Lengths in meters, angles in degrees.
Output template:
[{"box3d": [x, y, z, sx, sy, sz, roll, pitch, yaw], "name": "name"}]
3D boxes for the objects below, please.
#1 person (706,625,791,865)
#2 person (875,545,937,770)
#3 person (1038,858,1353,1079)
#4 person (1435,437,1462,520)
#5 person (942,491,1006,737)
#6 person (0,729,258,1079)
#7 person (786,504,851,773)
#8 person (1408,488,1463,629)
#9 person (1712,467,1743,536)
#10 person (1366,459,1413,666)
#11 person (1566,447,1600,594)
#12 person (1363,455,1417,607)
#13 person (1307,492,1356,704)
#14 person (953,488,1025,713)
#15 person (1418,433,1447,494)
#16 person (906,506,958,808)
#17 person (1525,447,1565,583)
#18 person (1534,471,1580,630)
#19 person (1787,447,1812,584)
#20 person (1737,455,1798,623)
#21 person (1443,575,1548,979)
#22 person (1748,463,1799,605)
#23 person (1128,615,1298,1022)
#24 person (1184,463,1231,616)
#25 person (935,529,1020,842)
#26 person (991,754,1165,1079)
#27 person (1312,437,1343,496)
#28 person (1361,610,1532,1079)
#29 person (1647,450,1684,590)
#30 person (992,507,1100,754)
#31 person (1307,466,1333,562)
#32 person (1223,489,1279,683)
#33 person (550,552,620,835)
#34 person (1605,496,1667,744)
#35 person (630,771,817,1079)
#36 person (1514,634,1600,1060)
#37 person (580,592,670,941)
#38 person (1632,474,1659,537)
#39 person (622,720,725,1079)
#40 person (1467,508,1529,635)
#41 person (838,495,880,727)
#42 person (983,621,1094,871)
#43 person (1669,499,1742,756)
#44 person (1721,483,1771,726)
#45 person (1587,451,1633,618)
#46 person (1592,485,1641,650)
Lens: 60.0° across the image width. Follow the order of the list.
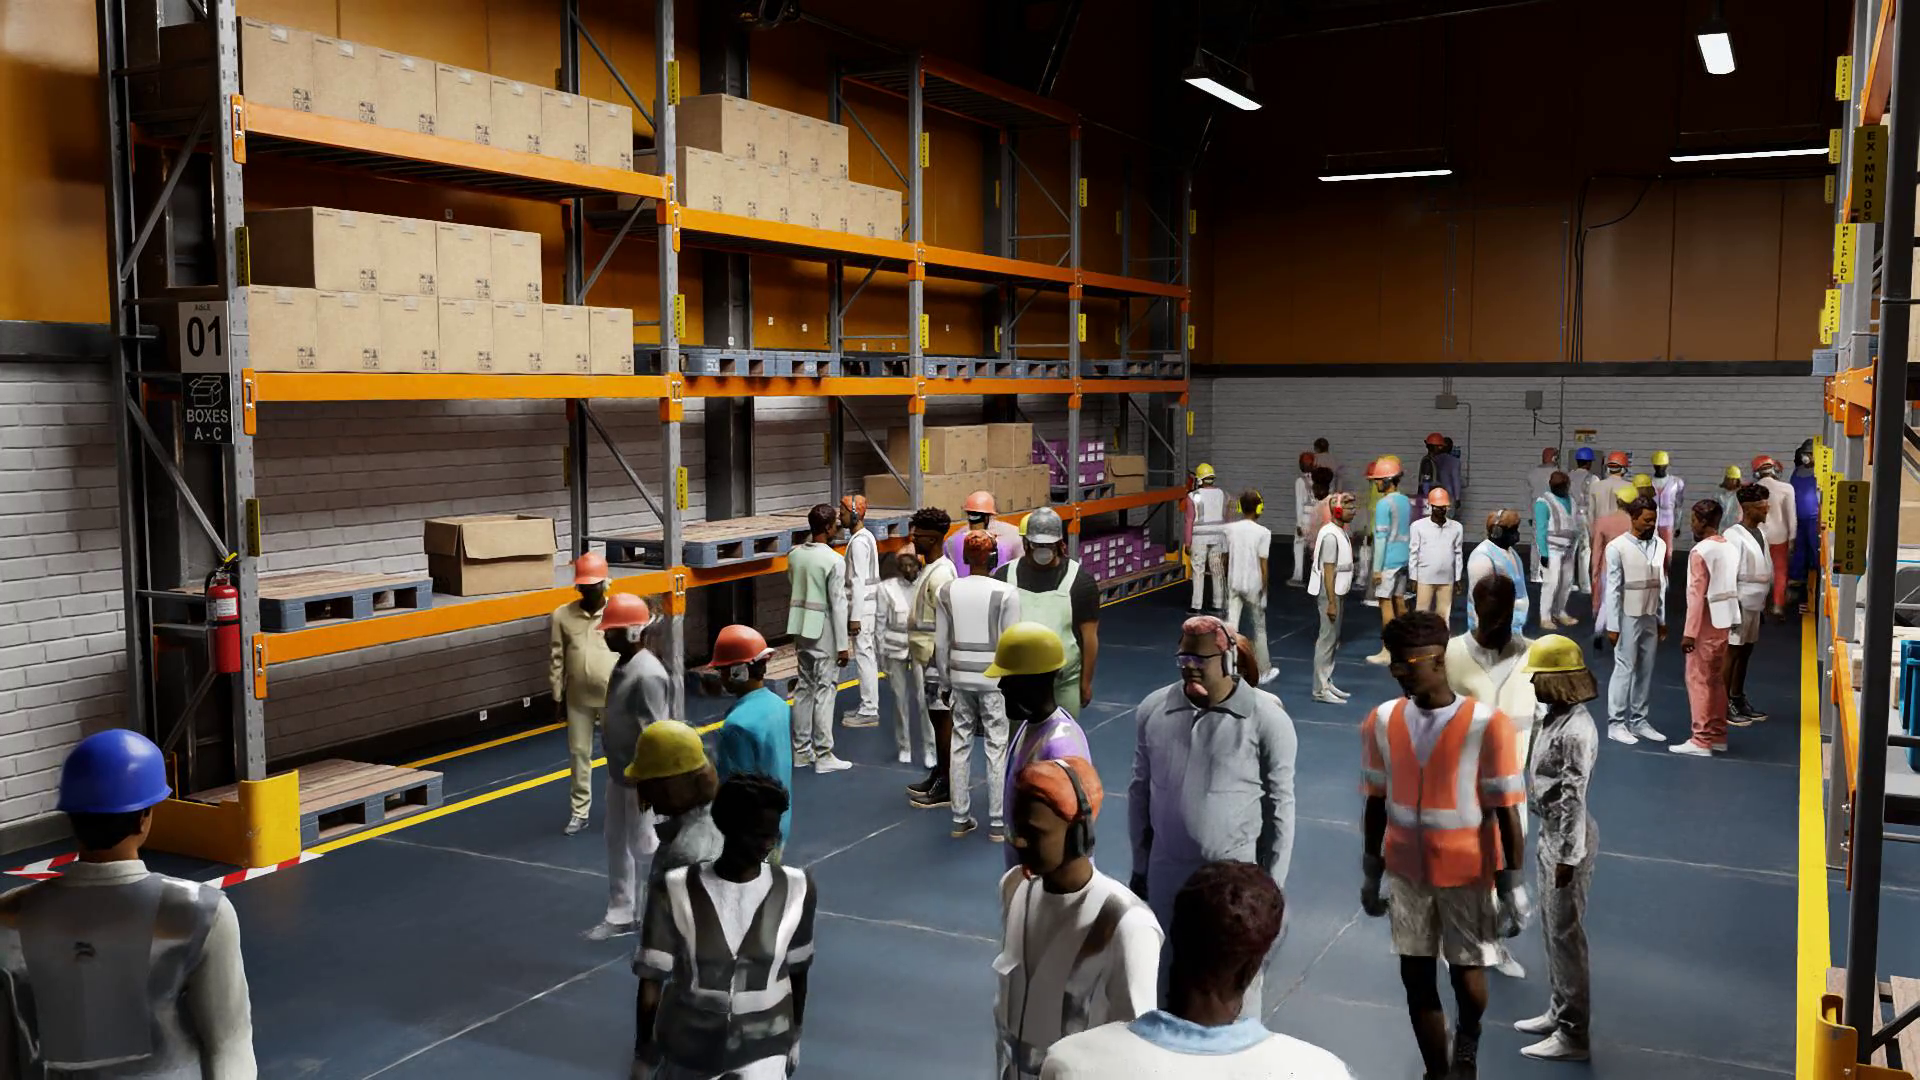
[{"box3d": [-0.908, 1.227, 7.091, 0.355, 1.737, 0.576, 1, 5, 13], "name": "person"}, {"box3d": [-0.350, 0.846, 11.891, 0.509, 1.606, 0.756, 0, 5, -5], "name": "person"}, {"box3d": [0.418, 1.516, 3.145, 0.619, 1.887, 0.555, 0, 5, -2], "name": "person"}, {"box3d": [7.716, -0.680, 26.545, 0.352, 1.936, 0.635, -4, 7, -39], "name": "person"}, {"box3d": [0.131, 0.579, 13.071, 0.549, 1.927, 0.393, 3, 6, 26], "name": "person"}, {"box3d": [-1.976, 1.416, 3.937, 0.606, 1.948, 0.391, -1, 5, -9], "name": "person"}, {"box3d": [-1.020, 0.699, 11.859, 0.391, 1.912, 0.590, -5, 7, -42], "name": "person"}, {"box3d": [4.680, 0.359, 16.346, 0.559, 1.752, 0.326, -1, 5, -6], "name": "person"}, {"box3d": [10.020, -0.107, 21.635, 0.498, 1.689, 0.926, 2, 6, 24], "name": "person"}, {"box3d": [4.221, 0.216, 16.416, 0.408, 2.033, 0.608, 4, 7, 40], "name": "person"}, {"box3d": [8.227, -0.259, 22.023, 0.416, 1.939, 0.610, -3, 6, -28], "name": "person"}, {"box3d": [5.401, -0.108, 20.667, 0.928, 1.886, 0.613, -1, 5, -13], "name": "person"}, {"box3d": [3.221, 0.498, 14.432, 0.392, 1.836, 0.561, 2, 6, 19], "name": "person"}, {"box3d": [0.279, 0.540, 13.597, 0.734, 1.902, 0.618, 2, 6, 19], "name": "person"}, {"box3d": [7.214, -0.622, 25.435, 0.418, 2.035, 0.609, 2, 6, 23], "name": "person"}, {"box3d": [-0.167, 0.760, 10.891, 0.366, 1.967, 0.603, 0, 5, -3], "name": "person"}, {"box3d": [8.126, -0.327, 22.950, 0.405, 1.902, 0.636, -4, 7, -36], "name": "person"}, {"box3d": [6.716, 0.117, 18.710, 0.679, 1.803, 0.465, -3, 6, -30], "name": "person"}, {"box3d": [11.737, -0.339, 23.061, 0.397, 1.909, 0.587, 1, 5, 9], "name": "person"}, {"box3d": [9.350, -0.004, 19.277, 0.649, 1.936, 0.630, 3, 6, 31], "name": "person"}, {"box3d": [2.431, 1.097, 7.719, 0.610, 1.890, 0.488, 0, 5, -4], "name": "person"}, {"box3d": [10.027, -0.064, 20.691, 0.955, 1.795, 0.635, -3, 6, -26], "name": "person"}, {"box3d": [0.911, 1.226, 6.202, 0.644, 1.907, 0.399, 3, 6, 31], "name": "person"}, {"box3d": [2.937, -0.003, 19.877, 0.596, 1.823, 0.403, -2, 6, -22], "name": "person"}, {"box3d": [0.128, 0.877, 10.077, 0.573, 1.883, 0.354, 3, 6, 26], "name": "person"}, {"box3d": [0.268, 1.445, 4.044, 0.351, 1.879, 0.579, -3, 6, -32], "name": "person"}, {"box3d": [5.963, -0.730, 27.209, 0.689, 1.908, 0.617, -2, 6, -16], "name": "person"}, {"box3d": [1.818, 1.221, 6.212, 0.680, 1.918, 0.641, 4, 7, 40], "name": "person"}, {"box3d": [9.209, -0.237, 21.927, 0.592, 1.908, 0.466, 2, 6, 21], "name": "person"}, {"box3d": [0.487, 0.797, 10.097, 0.680, 2.000, 0.535, 1, 6, 15], "name": "person"}, {"box3d": [3.811, 0.182, 17.391, 0.393, 1.928, 0.781, 0, 5, 5], "name": "person"}, {"box3d": [2.588, 0.447, 15.052, 0.530, 1.817, 0.993, 4, 6, 34], "name": "person"}, {"box3d": [-2.226, 0.940, 10.148, 0.568, 1.743, 0.352, 0, 5, 3], "name": "person"}, {"box3d": [5.201, 0.611, 12.825, 0.598, 1.908, 0.402, -3, 6, -29], "name": "person"}, {"box3d": [-0.693, 1.473, 4.925, 0.545, 1.648, 0.867, -1, 5, -8], "name": "person"}, {"box3d": [2.456, 1.252, 6.862, 0.321, 1.731, 0.491, 1, 5, 9], "name": "person"}, {"box3d": [-1.550, 1.115, 8.272, 0.624, 1.737, 0.564, -3, 6, -32], "name": "person"}, {"box3d": [7.914, 0.094, 19.328, 0.323, 1.735, 0.493, -1, 5, -6], "name": "person"}, {"box3d": [-0.829, 1.406, 5.259, 0.427, 1.723, 0.511, 0, 5, -2], "name": "person"}, {"box3d": [4.015, 0.681, 12.417, 0.429, 1.839, 0.634, 4, 7, 38], "name": "person"}, {"box3d": [-0.809, 0.569, 13.463, 0.353, 1.877, 0.573, 0, 5, -1], "name": "person"}, {"box3d": [0.280, 1.243, 5.956, 0.398, 1.920, 0.586, -1, 5, -6], "name": "person"}, {"box3d": [5.603, 0.651, 12.411, 0.599, 1.905, 0.391, -5, 7, -43], "name": "person"}, {"box3d": [6.388, 0.515, 13.531, 0.603, 1.966, 0.372, -5, 7, -41], "name": "person"}, {"box3d": [7.676, -0.048, 19.510, 0.621, 1.986, 0.409, 5, 7, 44], "name": "person"}, {"box3d": [6.755, 0.304, 16.989, 0.546, 1.742, 0.420, 4, 7, 39], "name": "person"}]
